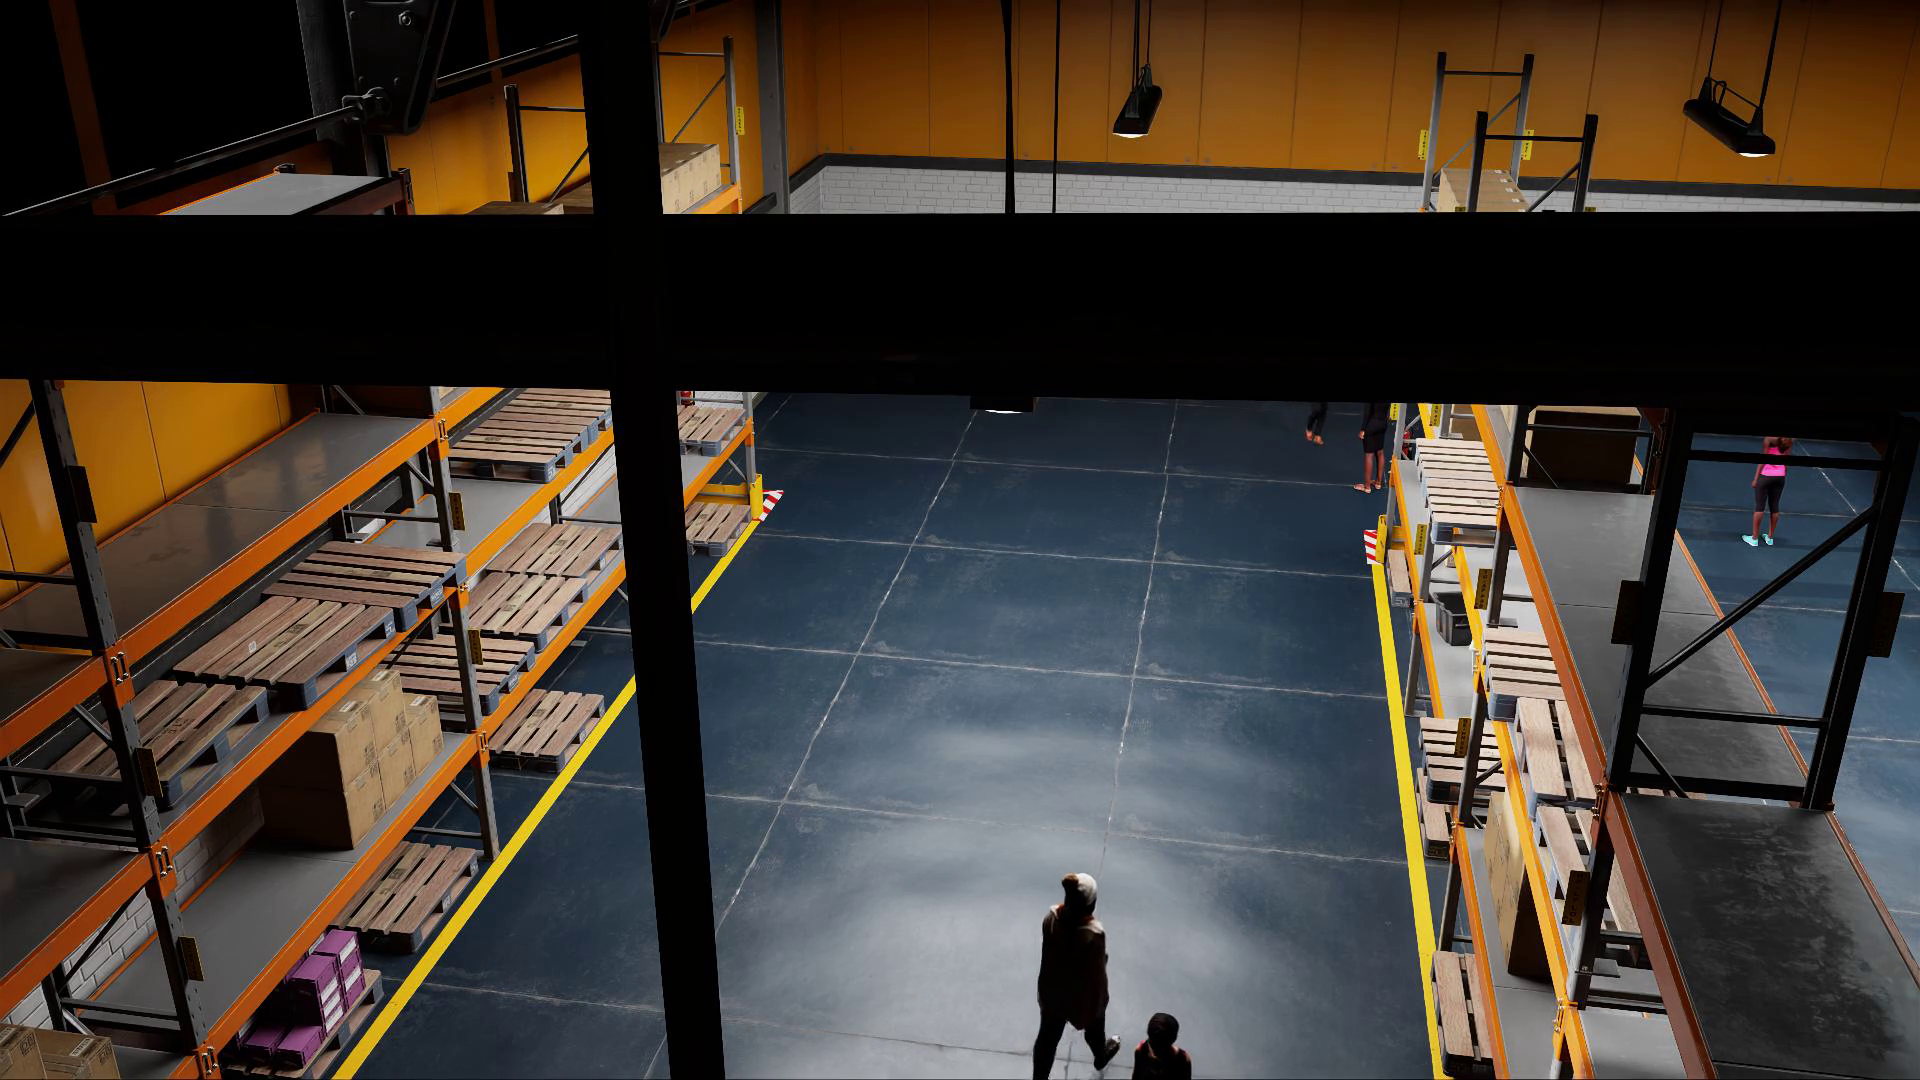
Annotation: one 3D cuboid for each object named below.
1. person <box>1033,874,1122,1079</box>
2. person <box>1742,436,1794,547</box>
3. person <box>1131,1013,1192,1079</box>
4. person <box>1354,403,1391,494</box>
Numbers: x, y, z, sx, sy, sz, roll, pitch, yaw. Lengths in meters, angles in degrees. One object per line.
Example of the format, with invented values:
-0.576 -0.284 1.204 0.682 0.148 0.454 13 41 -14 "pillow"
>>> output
0.706 3.129 11.474 1.031 1.845 1.256 16 28 32 "person"
10.005 -0.760 20.524 0.626 1.722 0.626 -2 24 -5 "person"
1.293 3.651 10.647 0.595 1.551 0.592 11 26 23 "person"
5.530 -1.481 22.179 0.677 1.719 0.728 -15 28 -30 "person"
